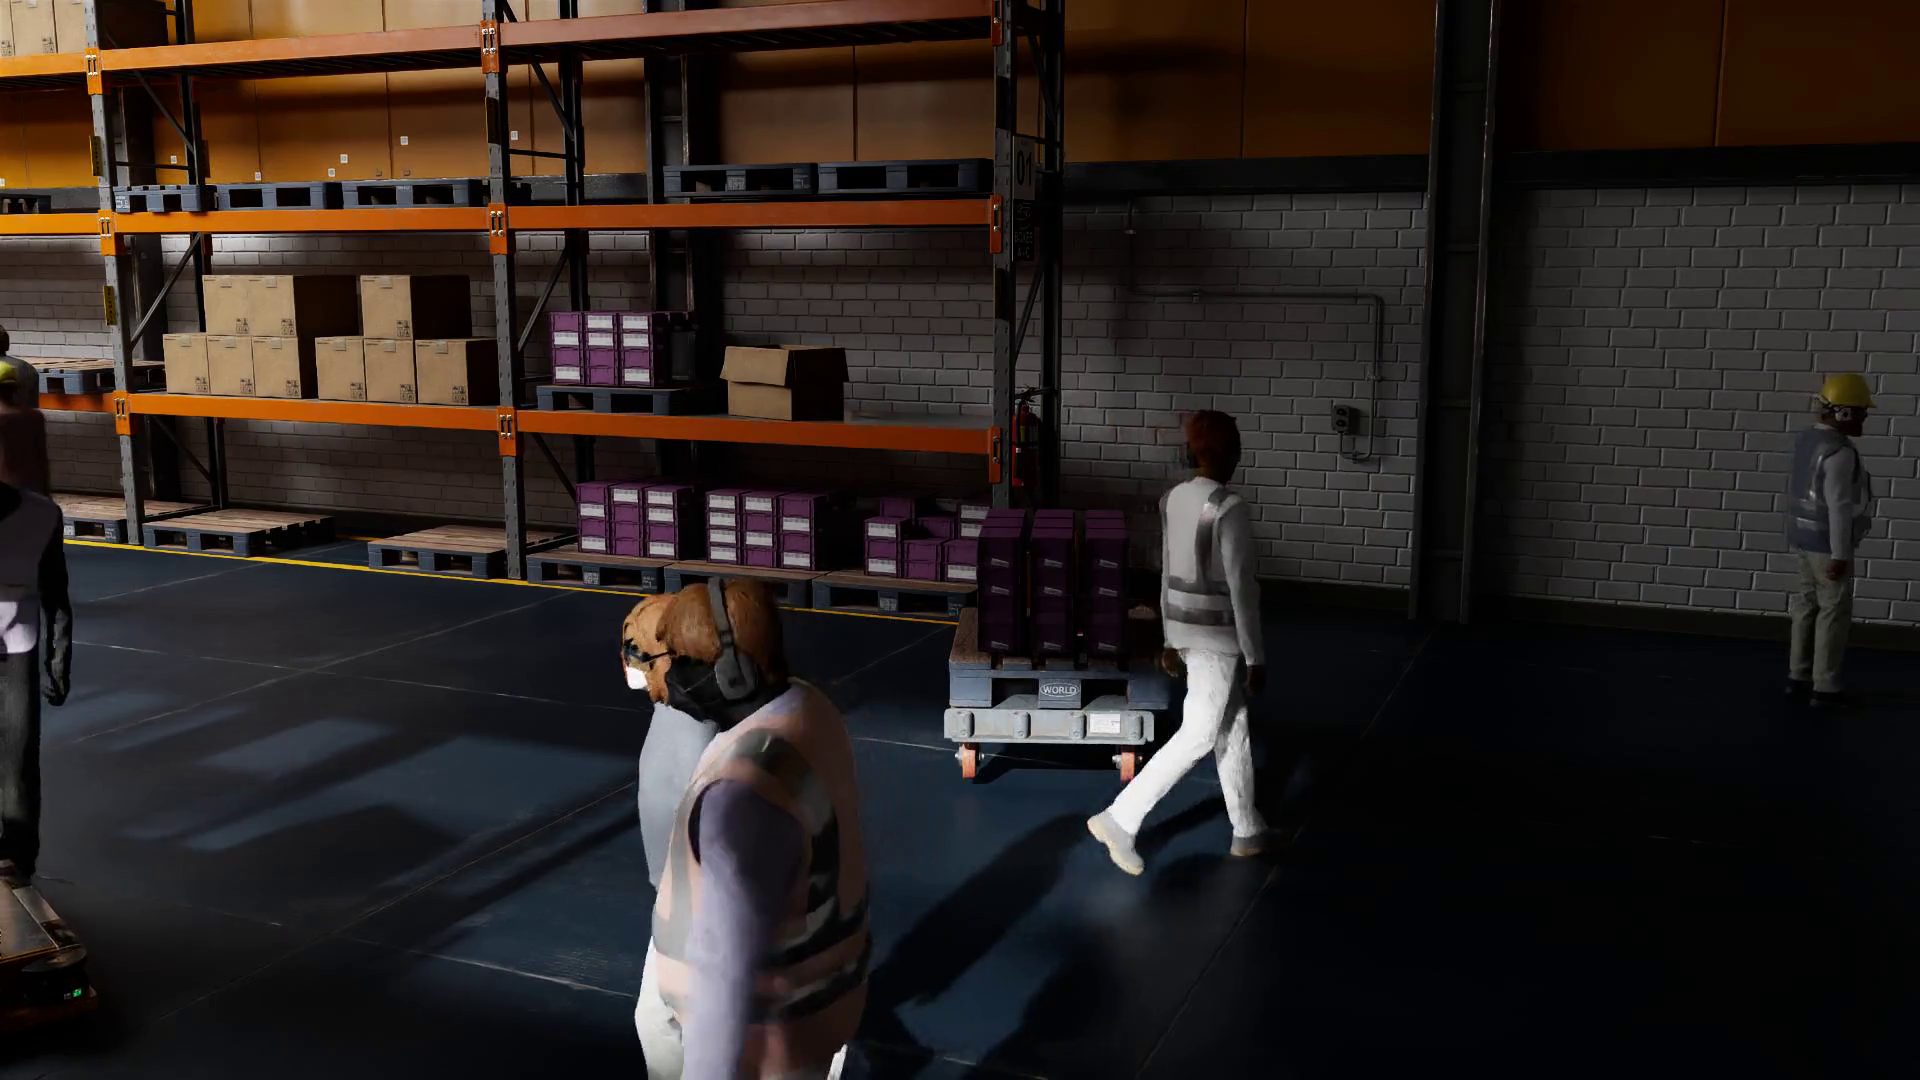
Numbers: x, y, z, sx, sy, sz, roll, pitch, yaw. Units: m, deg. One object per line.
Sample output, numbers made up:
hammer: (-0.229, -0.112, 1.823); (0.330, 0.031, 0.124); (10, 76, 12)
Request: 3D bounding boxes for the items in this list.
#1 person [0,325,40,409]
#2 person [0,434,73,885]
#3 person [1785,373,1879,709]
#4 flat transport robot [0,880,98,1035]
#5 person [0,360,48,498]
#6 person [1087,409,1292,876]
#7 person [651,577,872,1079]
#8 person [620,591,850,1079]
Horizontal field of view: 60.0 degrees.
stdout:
person: (-7.694, -0.769, 13.388); (0.372, 1.940, 0.632); (4, 10, 21)
person: (-3.665, 0.440, 6.253); (0.611, 1.902, 0.670); (-5, 11, -28)
person: (4.765, -0.002, 9.121); (0.413, 1.824, 0.612); (1, 10, 8)
flat transport robot: (-3.459, 1.360, 5.613); (0.652, 0.197, 1.431); (-8, 12, -40)
person: (-6.575, -0.373, 11.583); (0.550, 1.750, 0.530); (7, 12, 36)
person: (0.920, 0.403, 6.655); (0.915, 1.843, 0.626); (-3, 10, -20)
person: (-0.397, 0.966, 3.339); (0.430, 1.824, 0.660); (1, 10, 4)
person: (-0.628, 0.914, 4.322); (0.625, 1.612, 0.502); (-2, 10, -13)
